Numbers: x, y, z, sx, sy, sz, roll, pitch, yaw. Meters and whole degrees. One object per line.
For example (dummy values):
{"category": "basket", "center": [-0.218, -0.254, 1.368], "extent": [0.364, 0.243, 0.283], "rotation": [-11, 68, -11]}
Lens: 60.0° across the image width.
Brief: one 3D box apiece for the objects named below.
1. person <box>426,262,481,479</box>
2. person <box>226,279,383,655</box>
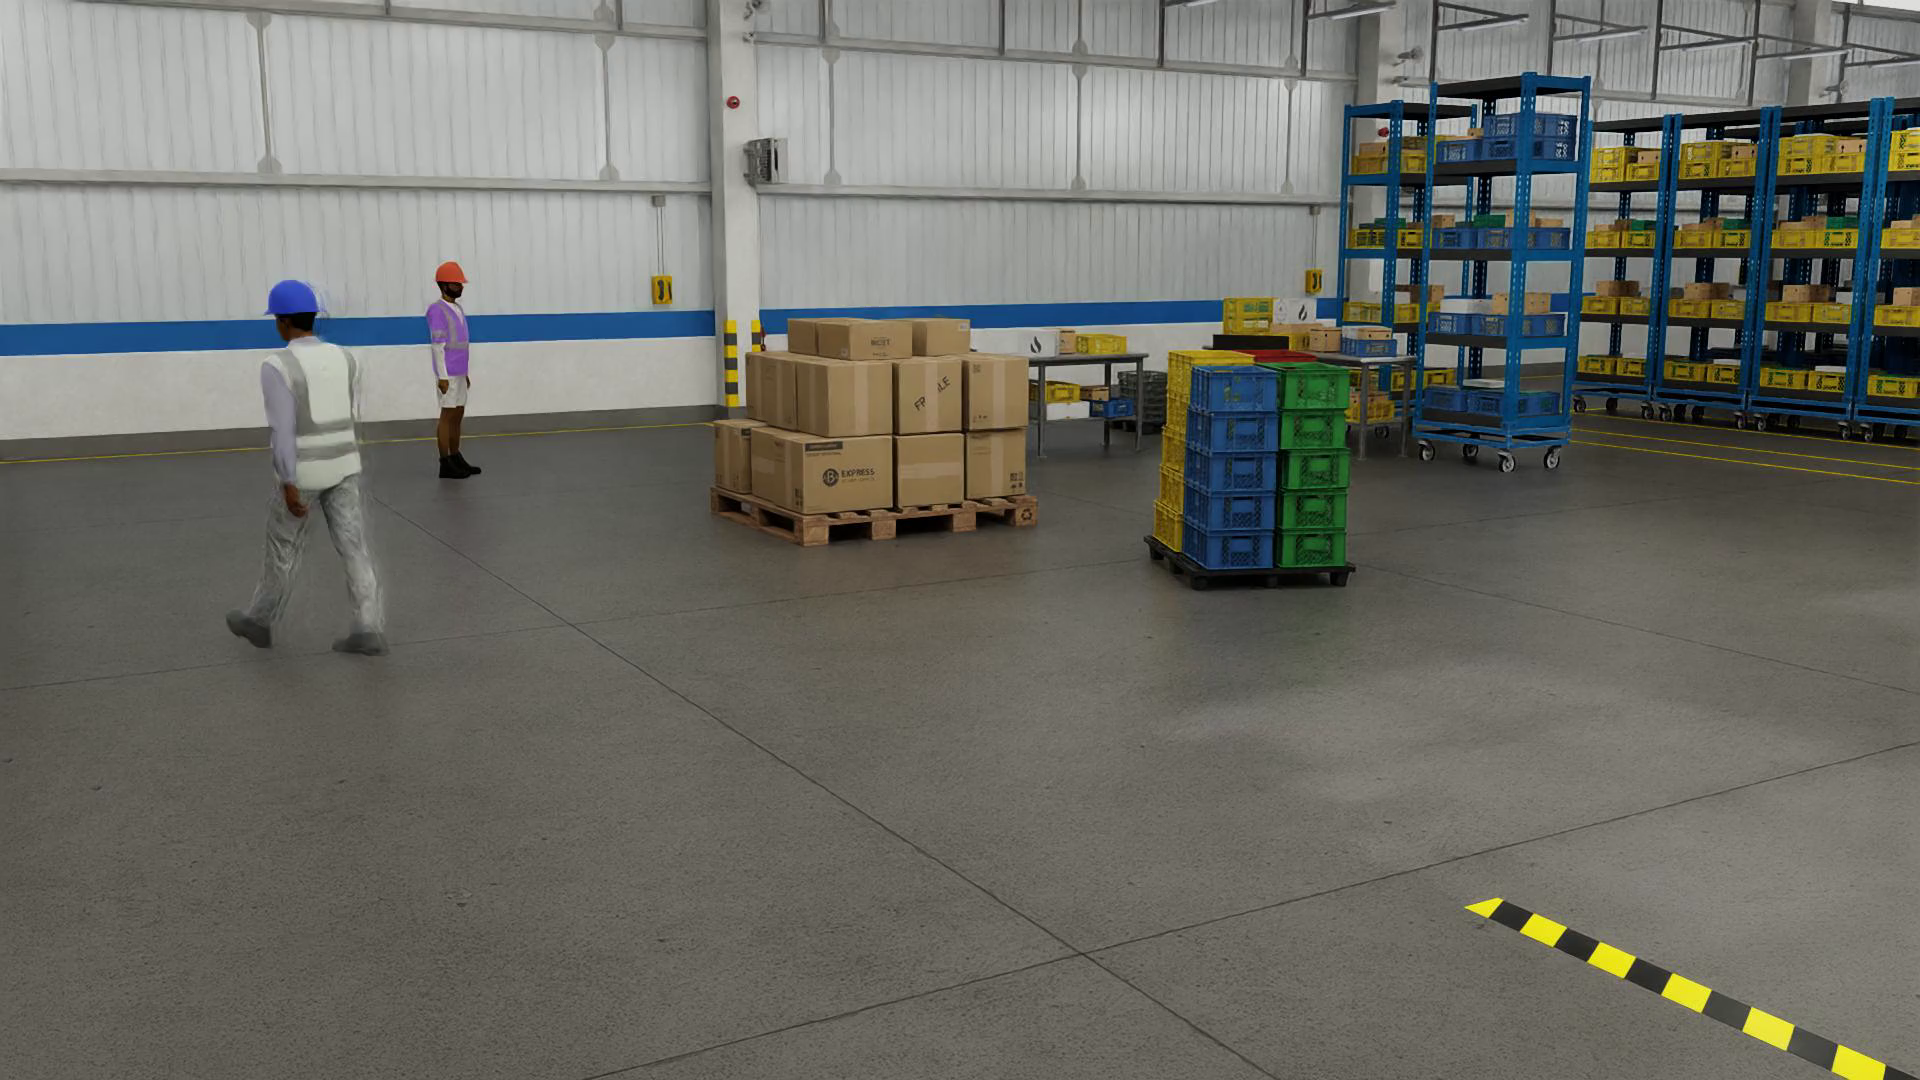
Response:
{"category": "person", "center": [-4.548, -1.523, 14.966], "extent": [0.358, 1.936, 0.552], "rotation": [1, 10, 5]}
{"category": "person", "center": [-3.372, -0.365, 8.504], "extent": [0.977, 1.899, 0.615], "rotation": [6, 11, 29]}
